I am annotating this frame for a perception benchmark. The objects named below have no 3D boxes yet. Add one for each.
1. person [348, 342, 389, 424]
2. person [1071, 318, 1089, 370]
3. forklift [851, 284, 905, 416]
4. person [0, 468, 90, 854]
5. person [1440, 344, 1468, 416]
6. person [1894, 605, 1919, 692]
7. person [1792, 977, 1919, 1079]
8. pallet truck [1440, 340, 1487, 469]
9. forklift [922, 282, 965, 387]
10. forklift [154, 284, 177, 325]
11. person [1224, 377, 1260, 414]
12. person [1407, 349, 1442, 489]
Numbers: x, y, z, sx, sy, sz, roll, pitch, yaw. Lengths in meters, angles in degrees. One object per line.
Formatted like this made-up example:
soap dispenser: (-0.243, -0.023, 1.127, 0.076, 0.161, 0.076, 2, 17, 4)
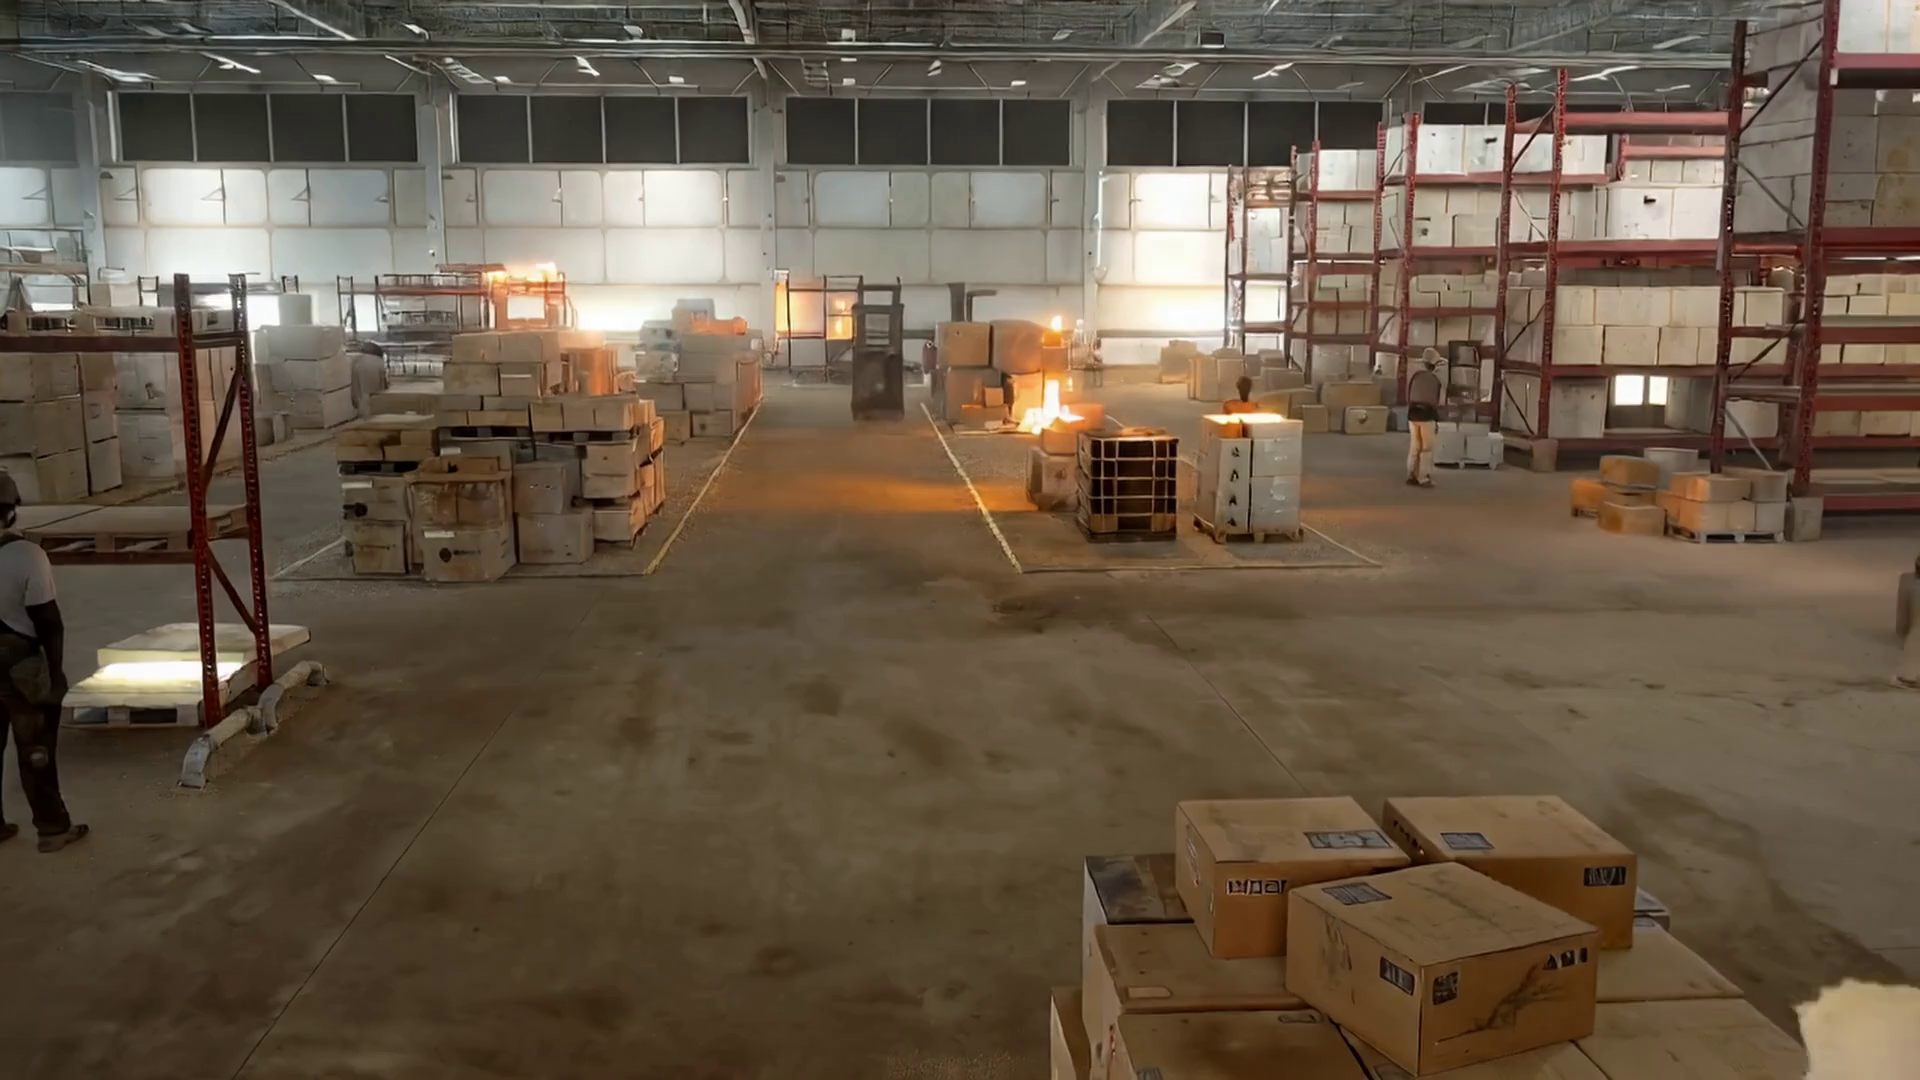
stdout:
person: (-10.247, -2.493, 28.870, 0.677, 1.872, 1.036, -6, 11, -31)
person: (3.219, -4.933, 44.064, 0.545, 1.915, 0.736, 6, 11, 31)
forklift: (-1.791, -4.126, 35.936, 1.129, 2.768, 1.873, -1, 9, -5)
person: (-4.978, 0.627, 8.723, 0.676, 2.000, 0.536, 1, 9, 4)
person: (8.966, -2.724, 30.538, 0.987, 1.785, 0.638, 0, 9, 3)
person: (7.176, 0.334, 11.908, 0.810, 1.598, 0.549, 6, 11, 34)
person: (1.387, 1.630, 2.710, 0.628, 1.942, 0.673, -8, 12, -41)
pallet truck: (8.004, -2.170, 26.422, 0.823, 1.965, 1.885, 2, 9, 14)
forklift: (-0.079, -5.568, 44.994, 1.873, 2.768, 1.129, -1, 9, -4)
forklift: (-17.795, -4.385, 37.562, 1.873, 2.768, 1.129, -6, 11, -32)
person: (3.759, -1.364, 22.360, 0.536, 1.675, 0.674, -2, 9, -10)
person: (6.624, -1.717, 23.635, 0.403, 1.987, 0.608, -4, 10, -25)
